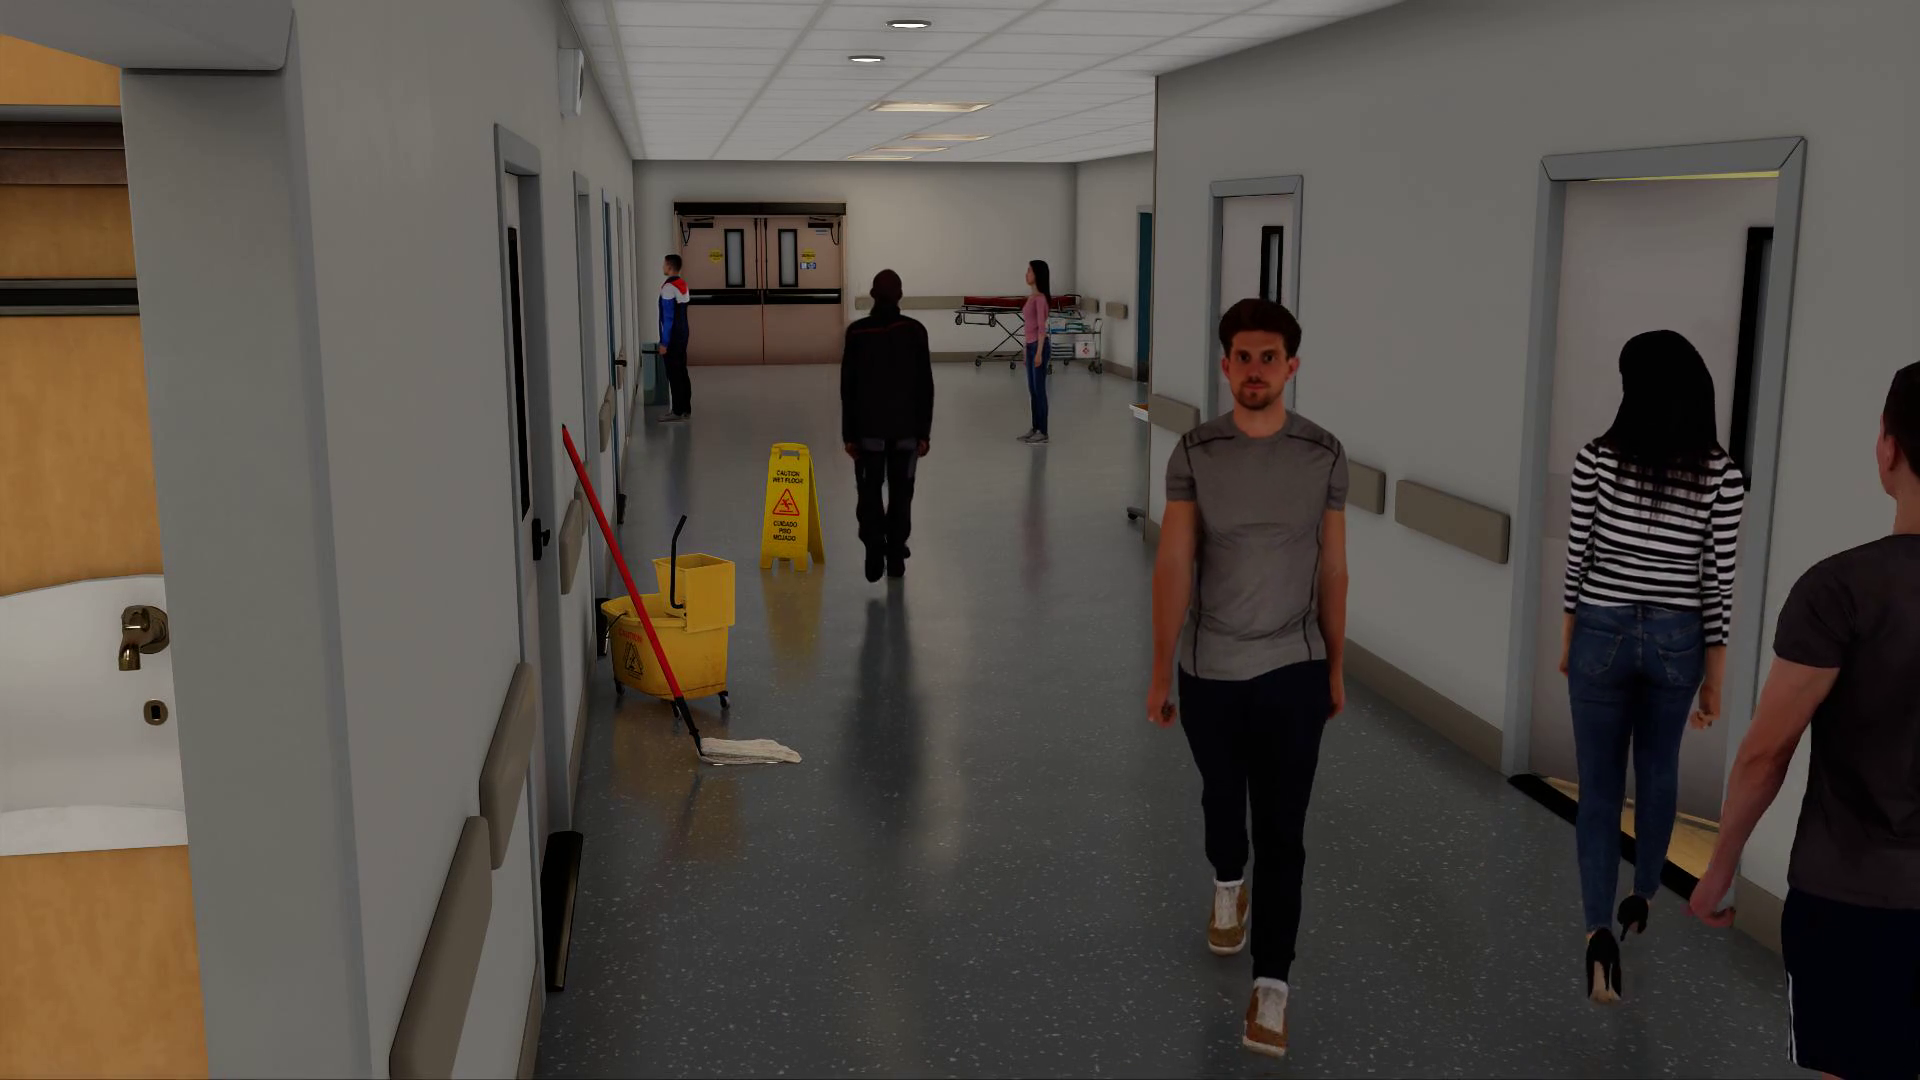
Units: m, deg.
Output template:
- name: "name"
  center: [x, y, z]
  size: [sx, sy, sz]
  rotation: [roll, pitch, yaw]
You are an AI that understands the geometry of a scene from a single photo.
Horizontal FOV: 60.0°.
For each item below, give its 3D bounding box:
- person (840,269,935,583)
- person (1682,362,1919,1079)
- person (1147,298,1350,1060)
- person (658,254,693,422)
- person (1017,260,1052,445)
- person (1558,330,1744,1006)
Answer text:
- name: "person"
  center: [-0.420, -0.637, 9.597]
  size: [0.789, 1.803, 1.022]
  rotation: [0, 11, -1]
- name: "person"
  center: [1.582, 0.663, 2.740]
  size: [0.715, 1.804, 1.148]
  rotation: [-1, 11, -6]
- name: "person"
  center: [0.763, 0.328, 4.426]
  size: [0.965, 1.835, 1.312]
  rotation: [2, 11, 11]
- name: "person"
  center: [-3.040, -2.159, 17.740]
  size: [0.776, 1.757, 0.638]
  rotation: [3, 11, 14]
- name: "person"
  center: [0.741, -1.811, 15.949]
  size: [0.626, 1.742, 0.441]
  rotation: [-2, 11, -12]
- name: "person"
  center: [1.757, 0.377, 4.363]
  size: [0.937, 1.745, 1.184]
  rotation: [4, 11, 18]
